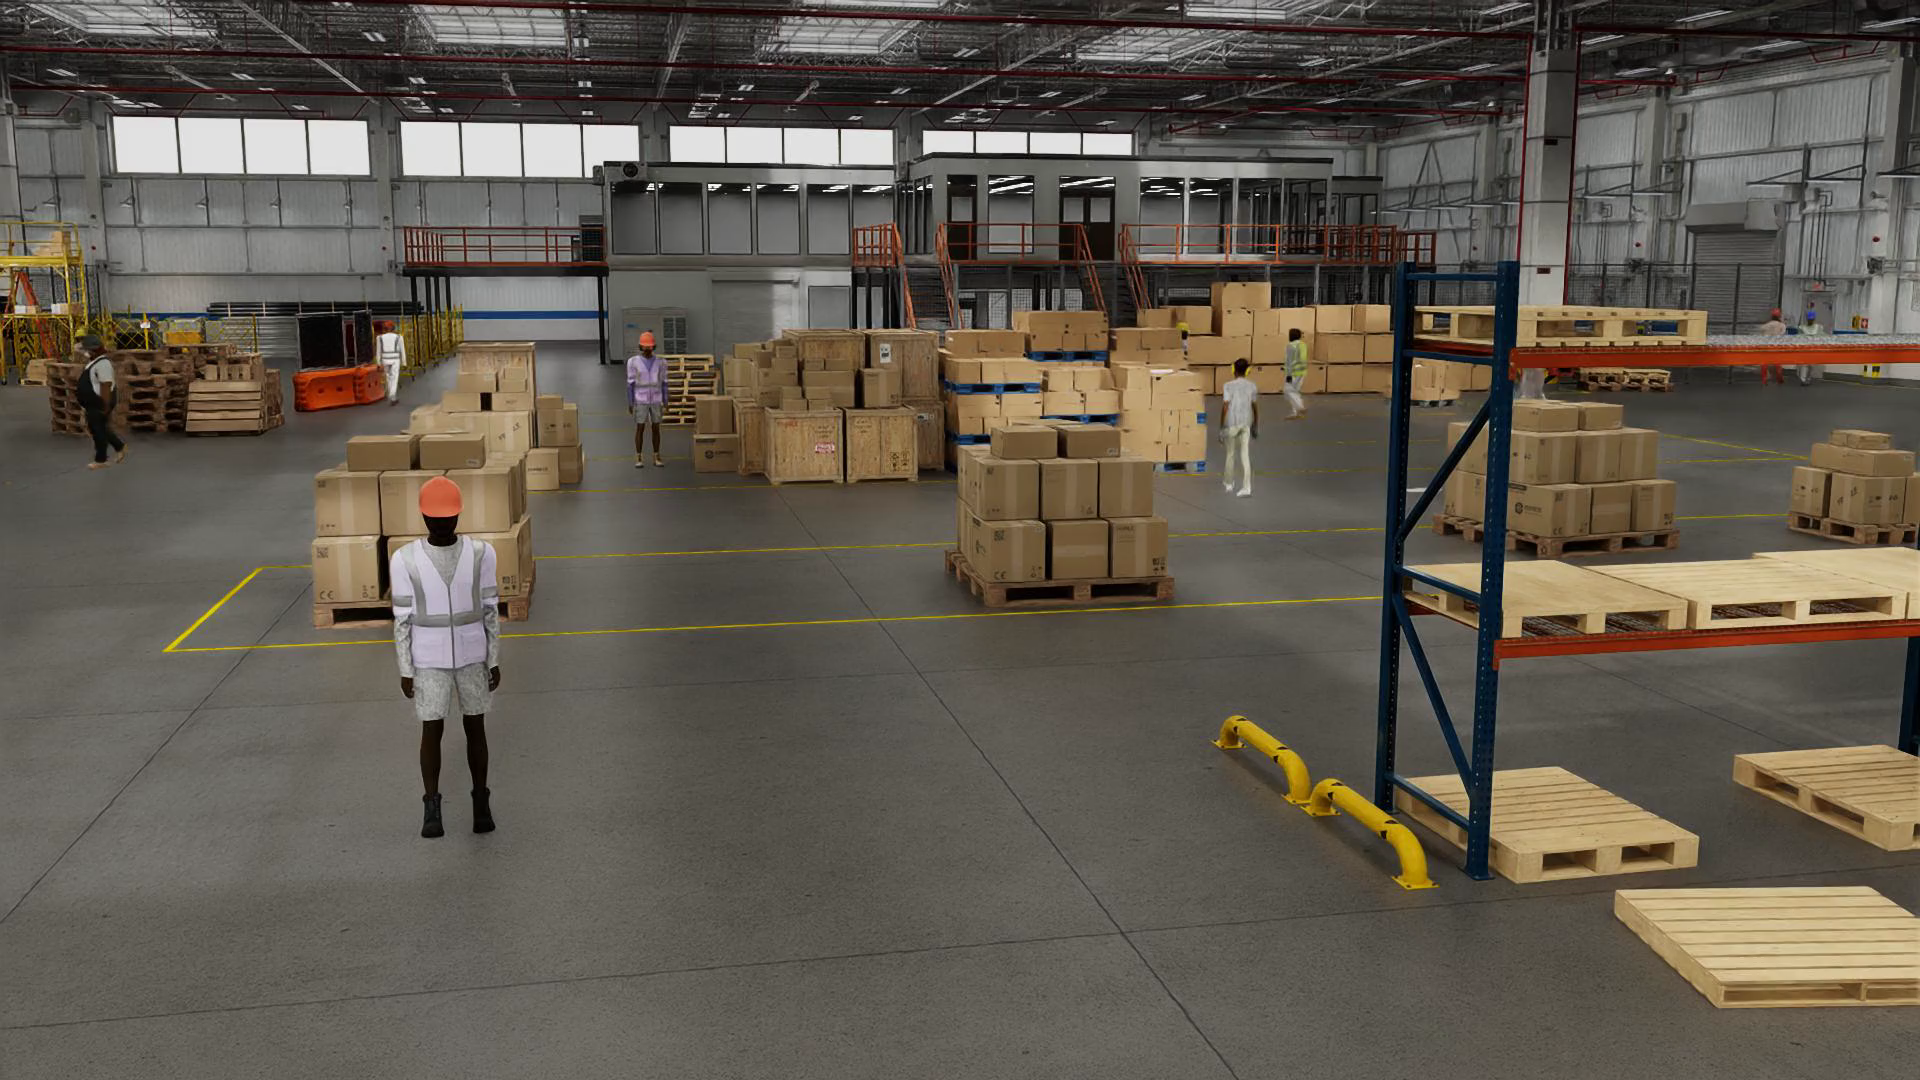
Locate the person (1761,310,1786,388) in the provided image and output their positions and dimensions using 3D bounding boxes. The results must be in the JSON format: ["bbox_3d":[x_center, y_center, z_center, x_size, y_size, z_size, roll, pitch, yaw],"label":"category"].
[{"bbox_3d":[20.395,-4.787,41.662,1.076,1.927,0.624,-9,13,-43],"label":"person"}]

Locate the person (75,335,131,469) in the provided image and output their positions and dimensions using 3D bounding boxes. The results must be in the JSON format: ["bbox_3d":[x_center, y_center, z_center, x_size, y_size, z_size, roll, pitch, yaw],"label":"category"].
[{"bbox_3d":[-12.871,-2.085,24.886,0.634,2.000,0.702,-7,12,-37],"label":"person"}]

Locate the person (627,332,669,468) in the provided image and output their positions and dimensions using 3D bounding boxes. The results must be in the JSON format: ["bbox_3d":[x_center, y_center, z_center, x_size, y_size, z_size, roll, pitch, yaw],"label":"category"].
[{"bbox_3d":[-4.660,-2.089,24.911,0.613,2.039,0.393,-4,10,-21],"label":"person"}]

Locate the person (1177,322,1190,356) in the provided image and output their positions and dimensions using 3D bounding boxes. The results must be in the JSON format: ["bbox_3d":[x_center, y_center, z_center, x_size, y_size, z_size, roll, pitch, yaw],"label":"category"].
[{"bbox_3d":[4.374,-3.438,33.542,0.717,1.911,0.600,7,12,37],"label":"person"}]

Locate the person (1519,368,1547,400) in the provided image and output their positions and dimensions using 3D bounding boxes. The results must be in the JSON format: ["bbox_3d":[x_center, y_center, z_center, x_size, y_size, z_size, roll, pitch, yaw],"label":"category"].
[{"bbox_3d":[9.188,-2.272,26.397,0.658,1.909,0.807,-9,13,-44],"label":"person"}]

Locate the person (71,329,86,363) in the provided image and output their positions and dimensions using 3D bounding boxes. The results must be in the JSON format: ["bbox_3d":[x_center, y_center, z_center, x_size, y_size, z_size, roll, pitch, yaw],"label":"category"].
[{"bbox_3d":[-18.439,-3.589,35.042,0.522,1.718,0.954,4,10,24],"label":"person"}]

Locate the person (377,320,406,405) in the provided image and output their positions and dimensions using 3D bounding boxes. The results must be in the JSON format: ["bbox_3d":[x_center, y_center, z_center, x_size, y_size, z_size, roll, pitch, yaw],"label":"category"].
[{"bbox_3d":[-12.443,-3.874,36.369,0.589,1.861,0.876,-1,9,-6],"label":"person"}]

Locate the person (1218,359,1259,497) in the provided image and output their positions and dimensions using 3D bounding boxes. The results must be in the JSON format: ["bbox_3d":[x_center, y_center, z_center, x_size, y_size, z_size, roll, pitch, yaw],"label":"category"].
[{"bbox_3d":[3.676,-1.482,21.958,0.593,1.798,0.997,-1,9,-5],"label":"person"}]

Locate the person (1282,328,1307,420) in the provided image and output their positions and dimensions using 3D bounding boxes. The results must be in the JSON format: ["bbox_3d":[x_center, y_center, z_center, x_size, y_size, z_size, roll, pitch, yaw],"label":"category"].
[{"bbox_3d":[6.608,-3.251,32.688,0.488,1.825,0.663,8,12,39],"label":"person"}]

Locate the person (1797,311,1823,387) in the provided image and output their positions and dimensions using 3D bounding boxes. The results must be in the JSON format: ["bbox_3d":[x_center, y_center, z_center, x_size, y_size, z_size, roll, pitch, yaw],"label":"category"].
[{"bbox_3d":[21.510,-4.844,42.124,0.607,1.911,0.955,4,10,25],"label":"person"}]

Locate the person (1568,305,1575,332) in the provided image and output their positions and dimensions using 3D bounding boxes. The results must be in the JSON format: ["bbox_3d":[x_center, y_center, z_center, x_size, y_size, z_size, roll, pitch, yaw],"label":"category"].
[{"bbox_3d":[17.455,-5.785,47.760,0.374,1.933,0.550,3,10,15],"label":"person"}]

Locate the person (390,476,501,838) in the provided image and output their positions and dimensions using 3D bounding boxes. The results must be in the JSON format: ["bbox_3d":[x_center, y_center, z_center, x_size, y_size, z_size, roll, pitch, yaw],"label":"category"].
[{"bbox_3d":[-2.689,0.619,8.763,0.539,1.929,0.387,-4,10,-23],"label":"person"}]
